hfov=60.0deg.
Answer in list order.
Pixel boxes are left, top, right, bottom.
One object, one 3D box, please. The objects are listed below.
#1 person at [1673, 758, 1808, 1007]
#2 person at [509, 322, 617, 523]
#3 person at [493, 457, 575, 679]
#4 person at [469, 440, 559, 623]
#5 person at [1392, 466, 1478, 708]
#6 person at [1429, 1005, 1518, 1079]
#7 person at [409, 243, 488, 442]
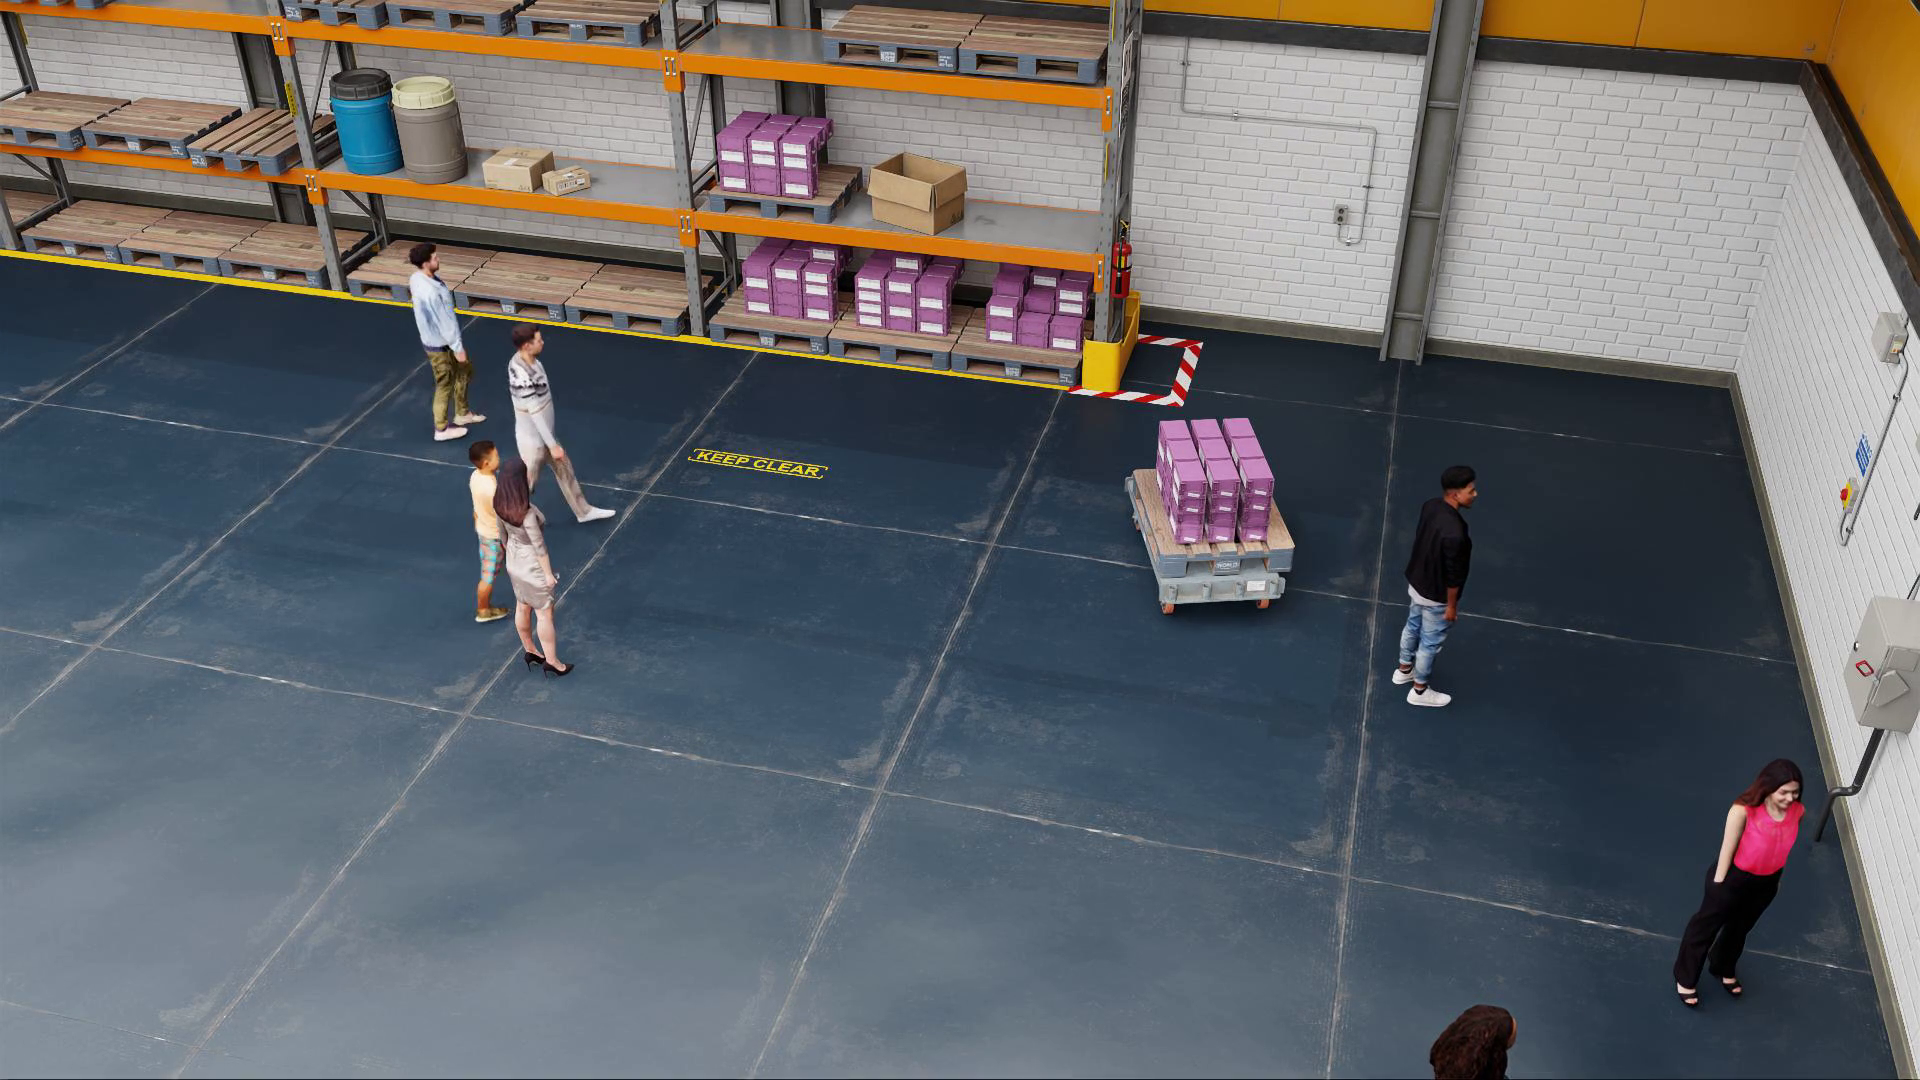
[{"bbox_3d":[4.264,1.849,9.038,0.601,1.659,0.726,-6,34,-9],"label":"person"},{"bbox_3d":[-3.370,-0.790,12.865,1.296,1.817,1.037,-6,34,-9],"label":"person"},{"bbox_3d":[-2.966,0.199,11.441,0.569,1.747,0.713,22,40,30],"label":"person"},{"bbox_3d":[-3.458,-0.039,12.078,0.960,1.438,0.887,-16,37,-22],"label":"person"},{"bbox_3d":[3.200,0.296,11.240,0.751,1.807,0.777,-4,34,-7],"label":"person"},{"bbox_3d":[2.337,2.750,7.721,0.733,1.617,0.703,-7,34,-10],"label":"person"},{"bbox_3d":[-4.512,-1.651,14.181,0.899,1.794,0.848,-12,35,-17],"label":"person"}]
